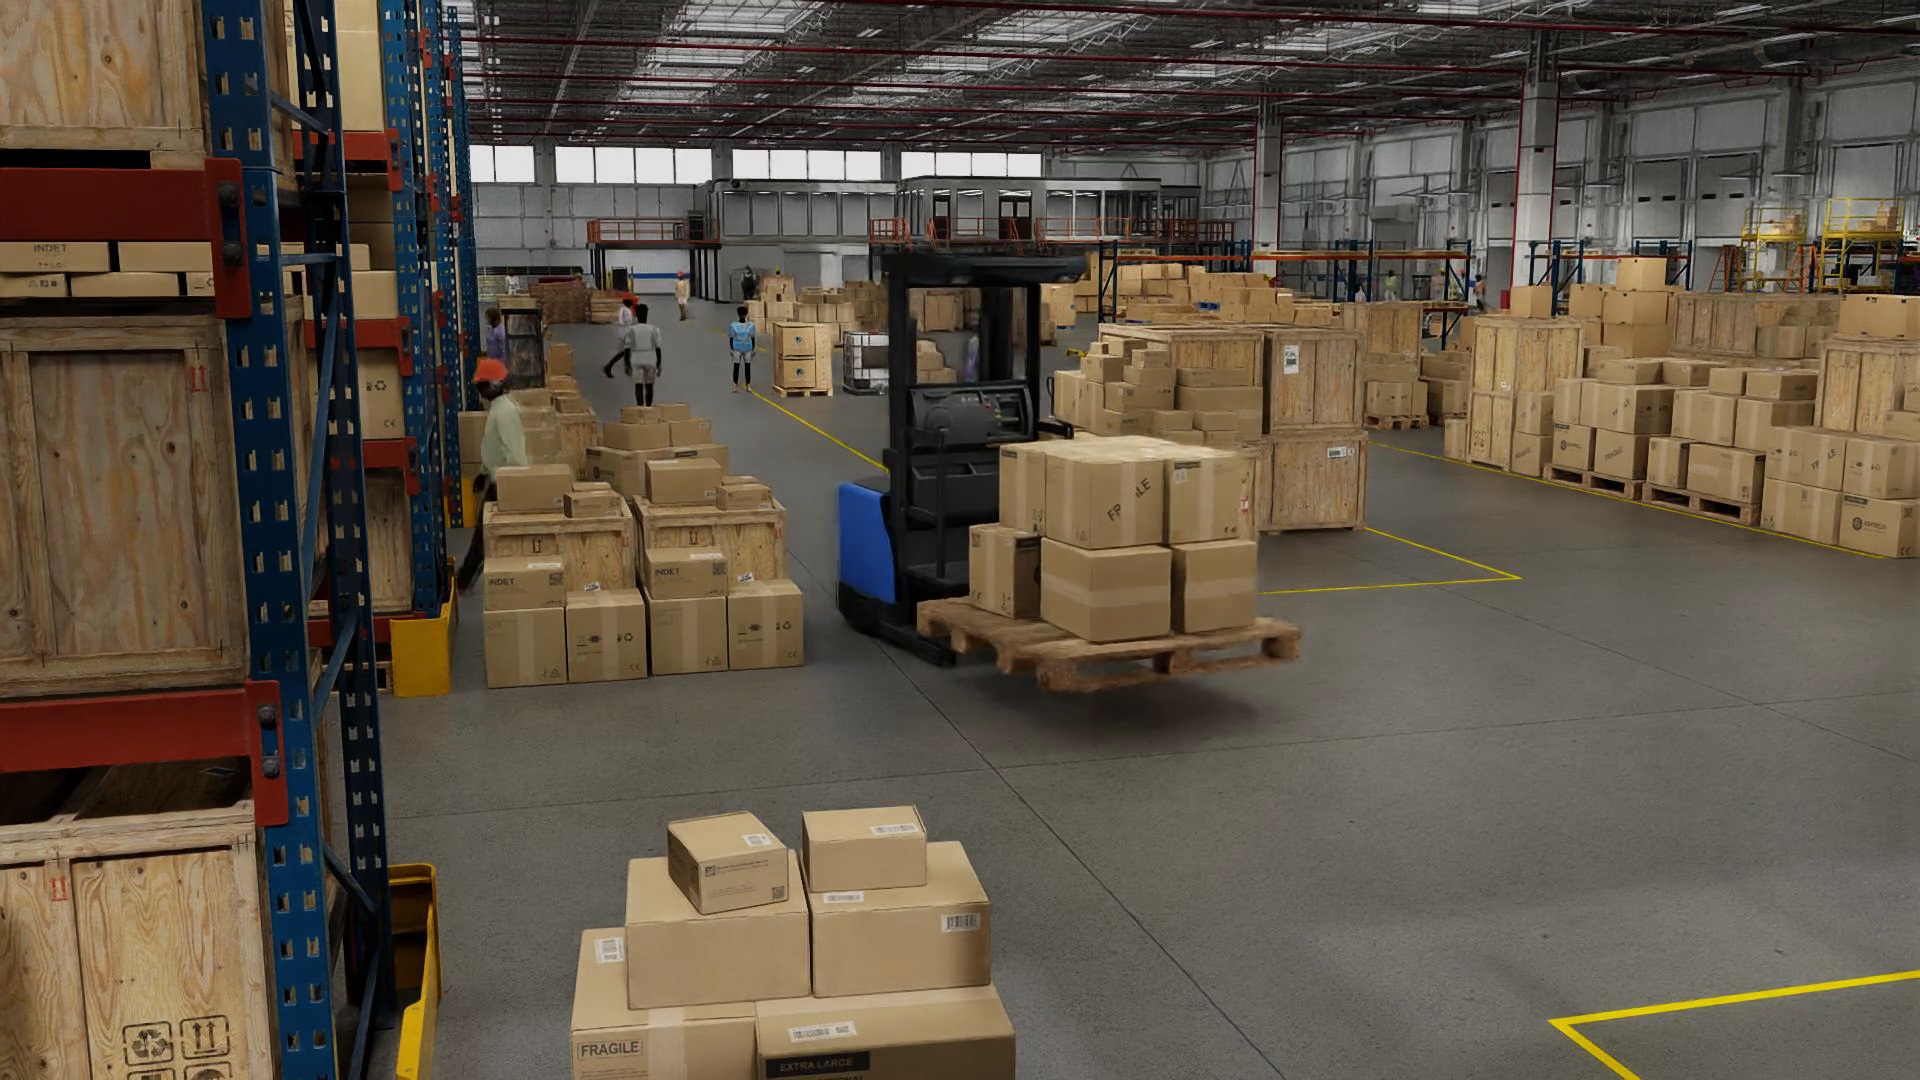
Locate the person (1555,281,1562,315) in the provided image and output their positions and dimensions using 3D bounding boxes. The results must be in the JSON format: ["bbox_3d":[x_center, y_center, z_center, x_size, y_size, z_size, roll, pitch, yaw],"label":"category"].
[{"bbox_3d":[17.478,-6.757,49.325,0.737,1.871,0.387,0,10,2],"label":"person"}]

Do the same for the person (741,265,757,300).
[{"bbox_3d":[-9.532,-11.386,75.026,0.688,2.000,0.867,0,10,-2],"label":"person"}]

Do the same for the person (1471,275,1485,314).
[{"bbox_3d":[22.050,-10.467,70.879,0.820,1.656,0.538,-3,11,-18],"label":"person"}]

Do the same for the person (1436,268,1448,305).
[{"bbox_3d":[21.871,-11.347,75.249,0.611,1.882,0.953,-5,11,-25],"label":"person"}]

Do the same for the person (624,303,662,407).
[{"bbox_3d":[-5.206,-2.917,27.357,0.603,1.945,0.861,-2,10,-12],"label":"person"}]

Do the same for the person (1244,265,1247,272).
[{"bbox_3d":[13.508,-12.031,78.809,0.382,1.995,0.612,0,10,0],"label":"person"}]

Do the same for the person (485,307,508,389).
[{"bbox_3d":[-7.153,-2.640,25.799,0.372,1.936,0.629,-6,12,-30],"label":"person"}]

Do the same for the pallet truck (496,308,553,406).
[{"bbox_3d":[-6.242,-2.418,24.362,0.823,1.965,1.885,1,10,3],"label":"pallet truck"}]

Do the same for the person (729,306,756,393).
[{"bbox_3d":[-4.281,-3.746,32.737,0.533,1.696,0.322,-2,10,-14],"label":"person"}]

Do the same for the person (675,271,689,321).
[{"bbox_3d":[-10.771,-9.415,64.211,0.565,1.915,0.527,4,11,21],"label":"person"}]

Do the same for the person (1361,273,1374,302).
[{"bbox_3d":[17.178,-10.400,70.274,0.541,1.734,0.660,7,12,36],"label":"person"}]

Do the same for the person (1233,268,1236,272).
[{"bbox_3d":[13.089,-12.148,79.677,0.686,1.915,0.560,8,13,39],"label":"person"}]

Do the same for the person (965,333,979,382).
[{"bbox_3d":[0.291,-2.376,24.457,0.622,1.882,0.615,-10,14,-44],"label":"person"}]

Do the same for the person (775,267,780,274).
[{"bbox_3d":[-8.145,-11.251,74.583,0.594,1.924,0.382,4,11,20],"label":"person"}]

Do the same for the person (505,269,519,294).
[{"bbox_3d":[-19.677,-10.958,73.129,0.582,1.854,0.810,-3,10,-14],"label":"person"}]

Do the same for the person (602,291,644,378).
[{"bbox_3d":[-7.316,-4.445,36.125,0.878,1.909,0.548,-6,11,-29],"label":"person"}]

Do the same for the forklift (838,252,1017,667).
[{"bbox_3d":[-0.079,-0.683,12.042,1.129,2.768,1.873,-5,11,-27],"label":"forklift"}]

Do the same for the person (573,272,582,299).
[{"bbox_3d":[-16.574,-10.750,72.247,0.378,1.762,0.546,6,12,33],"label":"person"}]

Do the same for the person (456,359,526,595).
[{"bbox_3d":[-3.864,-0.520,13.766,1.031,1.935,0.620,-2,10,-13],"label":"person"}]

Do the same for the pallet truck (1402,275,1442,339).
[{"bbox_3d":[14.620,-7.324,52.145,0.823,1.965,1.885,8,13,40],"label":"pallet truck"}]

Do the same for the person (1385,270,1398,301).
[{"bbox_3d":[19.466,-11.264,74.988,0.781,1.821,0.631,-9,13,-40],"label":"person"}]

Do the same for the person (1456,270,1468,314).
[{"bbox_3d":[21.338,-10.535,70.655,0.556,1.892,0.981,-1,10,-4],"label":"person"}]

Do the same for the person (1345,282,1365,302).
[{"bbox_3d":[11.513,-6.593,48.439,0.633,1.844,0.429,-2,10,-9],"label":"person"}]
